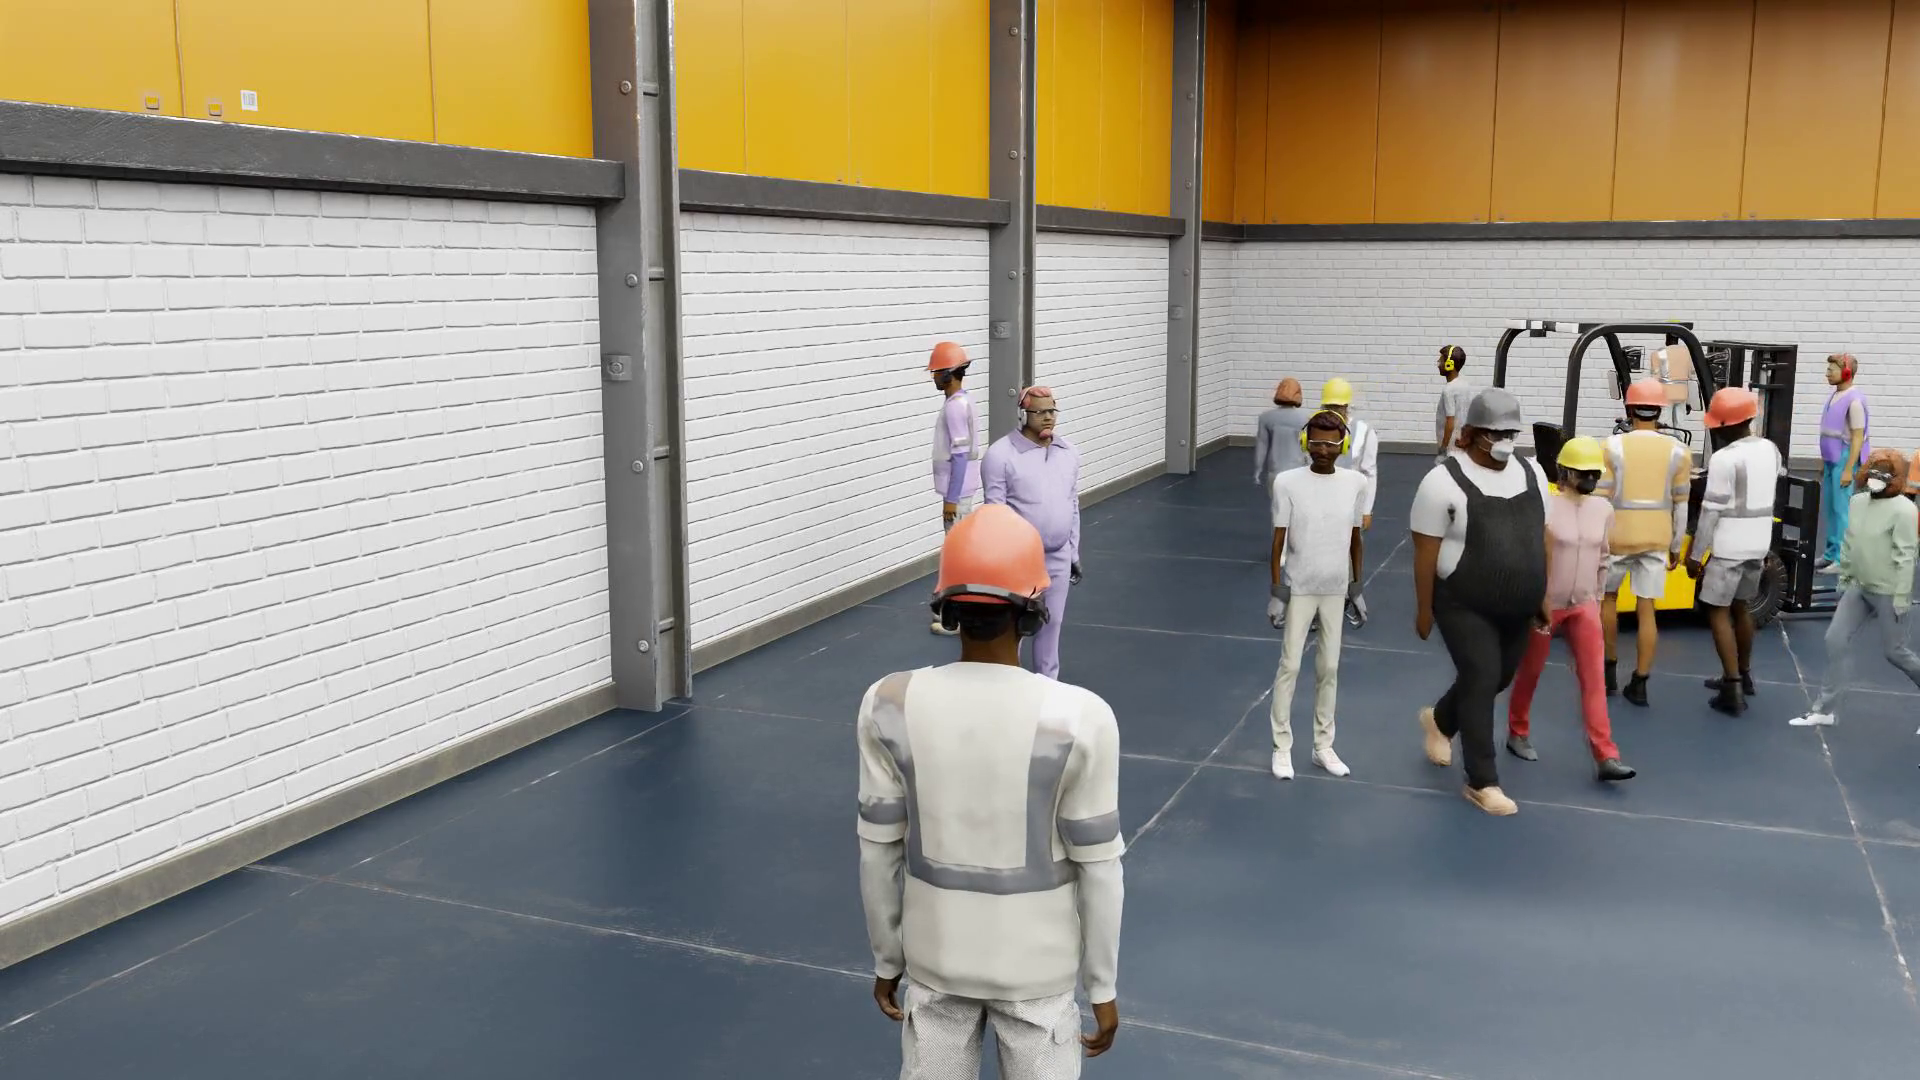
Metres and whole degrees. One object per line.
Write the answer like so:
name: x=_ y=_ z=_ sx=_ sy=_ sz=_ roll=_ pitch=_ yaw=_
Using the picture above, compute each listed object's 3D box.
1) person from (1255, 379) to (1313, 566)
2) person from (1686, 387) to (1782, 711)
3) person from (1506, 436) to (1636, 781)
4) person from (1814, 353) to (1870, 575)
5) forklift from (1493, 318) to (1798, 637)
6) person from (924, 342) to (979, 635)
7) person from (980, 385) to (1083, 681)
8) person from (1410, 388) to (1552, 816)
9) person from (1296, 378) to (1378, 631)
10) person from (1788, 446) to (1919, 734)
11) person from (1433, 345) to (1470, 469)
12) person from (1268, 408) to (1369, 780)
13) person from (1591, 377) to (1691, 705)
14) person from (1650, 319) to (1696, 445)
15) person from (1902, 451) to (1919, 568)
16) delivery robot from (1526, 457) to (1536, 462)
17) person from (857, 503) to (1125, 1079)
person: x=2.863 y=-0.607 z=14.483 sx=0.512 sy=1.585 sz=0.853 roll=5 pitch=10 yaw=25
person: x=4.546 y=0.053 z=9.685 sx=0.591 sy=1.901 sz=0.657 roll=-5 pitch=10 yaw=-26
person: x=3.066 y=0.339 z=8.370 sx=0.541 sy=1.731 sz=0.883 roll=-2 pitch=10 yaw=-12
person: x=7.343 y=-0.629 z=13.842 sx=0.372 sy=1.843 sz=0.570 roll=2 pitch=10 yaw=10
forklift: x=4.706 y=-0.497 z=11.990 sx=2.313 sy=2.155 sz=1.214 roll=-2 pitch=10 yaw=-10
person: x=-0.062 y=-0.359 z=11.616 sx=0.386 sy=2.039 sz=0.615 roll=1 pitch=9 yaw=4
person: x=0.428 y=0.092 z=9.290 sx=0.642 sy=1.909 sz=0.410 roll=-6 pitch=11 yaw=-33
person: x=2.507 y=0.224 z=8.087 sx=0.676 sy=2.000 sz=0.929 roll=-3 pitch=10 yaw=-19
person: x=2.693 y=-0.280 z=11.942 sx=0.587 sy=1.788 sz=0.942 roll=3 pitch=10 yaw=20
person: x=5.071 y=0.278 z=9.126 sx=0.763 sy=1.609 sz=0.526 roll=-1 pitch=9 yaw=-7
person: x=4.313 y=-0.785 z=14.714 sx=0.328 sy=1.872 sz=0.513 roll=5 pitch=11 yaw=30
person: x=1.801 y=0.270 z=8.345 sx=0.514 sy=1.864 sz=0.332 roll=-1 pitch=9 yaw=-9
person: x=3.994 y=-0.009 z=9.872 sx=0.573 sy=1.912 sz=0.668 roll=1 pitch=9 yaw=9
person: x=8.599 y=-1.711 z=20.152 sx=0.589 sy=1.927 sz=0.386 roll=-1 pitch=9 yaw=-8
person: x=6.508 y=-0.060 z=10.976 sx=0.863 sy=1.652 sz=0.540 roll=-8 pitch=13 yaw=-42
delivery robot: x=6.423 y=-0.758 z=18.245 sx=0.477 sy=0.478 sz=0.707 roll=-4 pitch=10 yaw=-23
person: x=0.074 y=0.935 z=3.759 sx=0.608 sy=2.048 sz=0.369 roll=3 pitch=10 yaw=17
